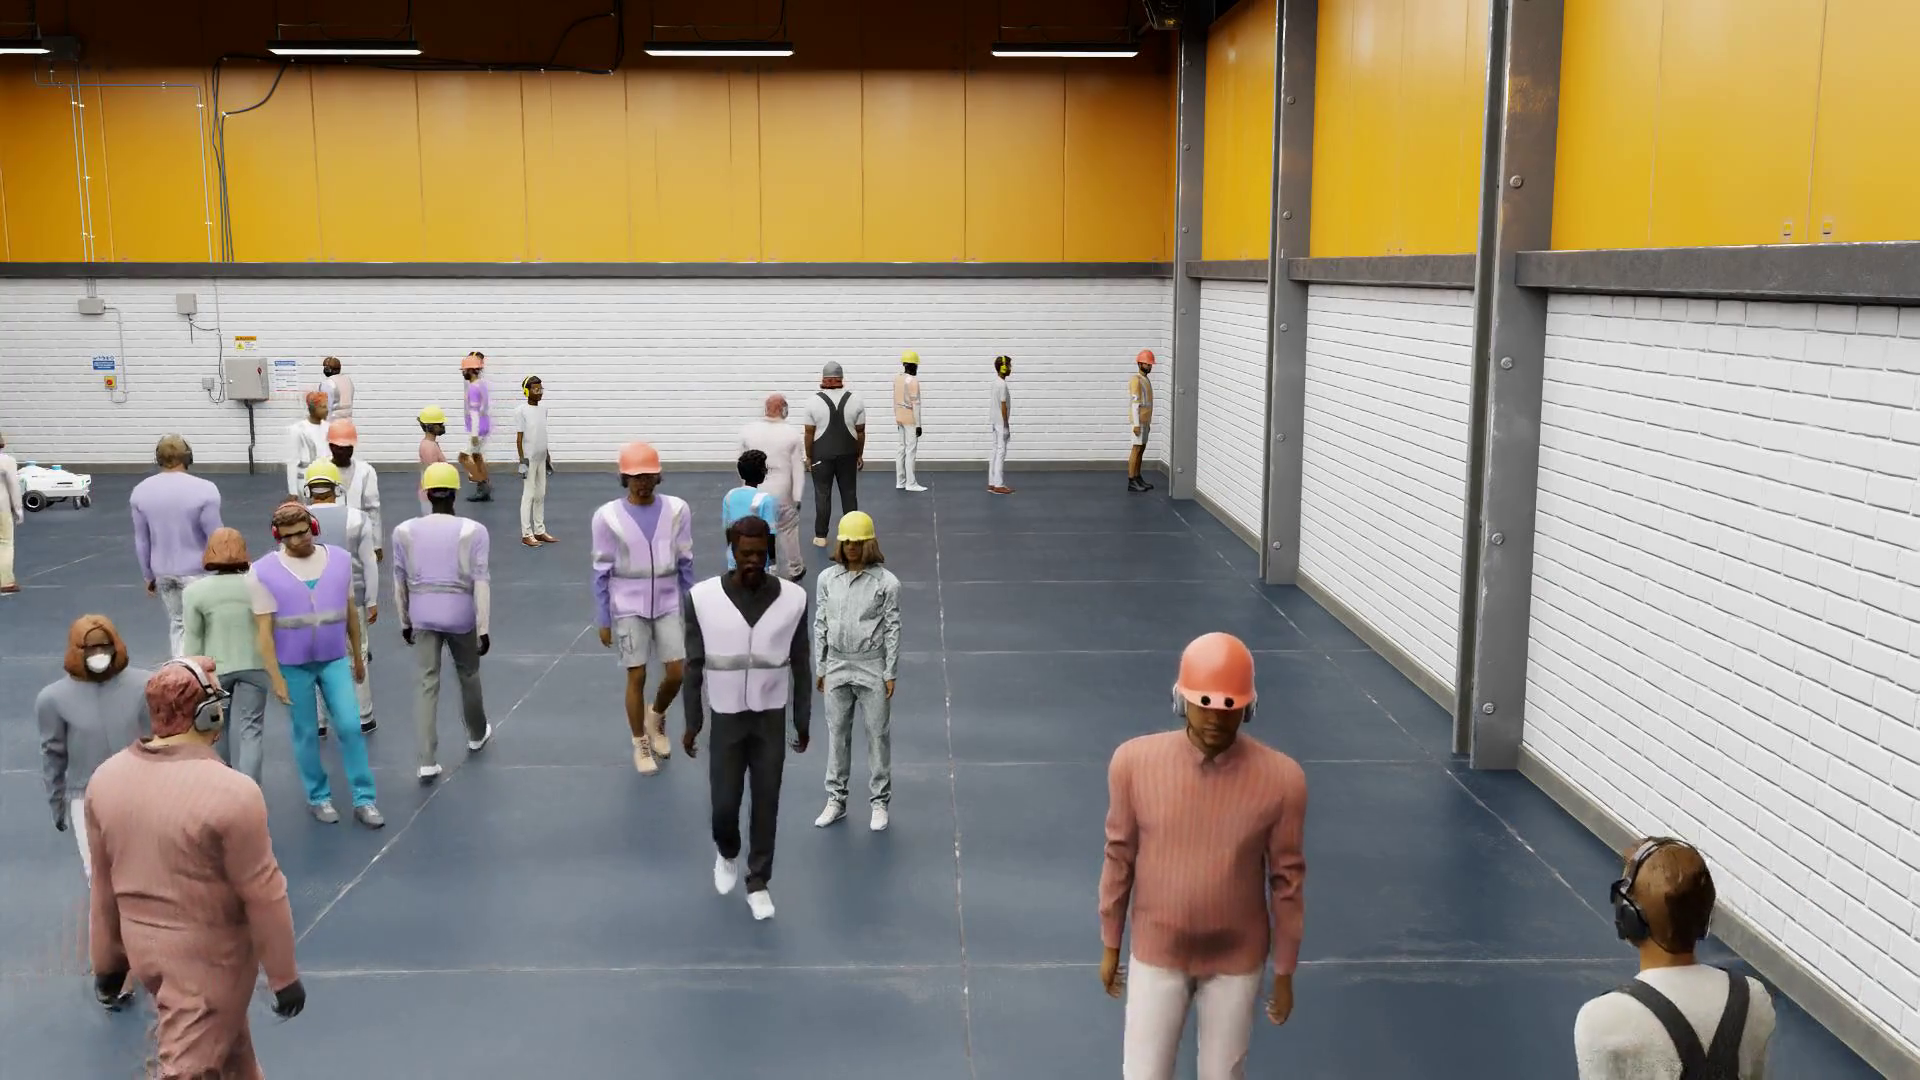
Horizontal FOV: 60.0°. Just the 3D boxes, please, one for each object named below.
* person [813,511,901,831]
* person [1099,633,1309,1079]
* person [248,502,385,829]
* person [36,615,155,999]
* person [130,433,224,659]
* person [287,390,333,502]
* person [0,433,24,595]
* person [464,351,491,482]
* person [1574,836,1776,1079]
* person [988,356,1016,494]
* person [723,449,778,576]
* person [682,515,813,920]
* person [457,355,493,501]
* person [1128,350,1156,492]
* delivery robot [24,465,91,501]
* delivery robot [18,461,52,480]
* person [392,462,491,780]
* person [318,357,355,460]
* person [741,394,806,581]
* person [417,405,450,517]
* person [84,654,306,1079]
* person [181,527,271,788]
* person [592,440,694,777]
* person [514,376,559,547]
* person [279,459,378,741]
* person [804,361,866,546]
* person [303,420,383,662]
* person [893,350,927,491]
[{"bbox_3d":[-0.562,0.704,9.013,0.487,1.745,0.290,2,10,13],"label":"person"},{"bbox_3d":[0.728,1.236,5.020,0.627,1.978,0.500,1,9,9],"label":"person"},{"bbox_3d":[-3.448,0.690,8.923,0.605,1.803,0.704,-7,12,-39],"label":"person"},{"bbox_3d":[-3.632,1.091,7.126,0.504,1.583,0.887,-7,11,-35],"label":"person"},{"bbox_3d":[-5.325,0.231,11.347,0.643,1.924,0.661,1,9,7],"label":"person"},{"bbox_3d":[-6.198,-0.509,16.100,0.480,1.858,0.581,2,10,13],"label":"person"},{"bbox_3d":[-8.944,-0.272,15.342,0.513,1.620,0.466,0,9,-2],"label":"person"},{"bbox_3d":[-6.897,-1.752,23.712,0.327,1.865,0.520,-2,10,-13],"label":"person"},{"bbox_3d":[1.570,1.542,3.751,0.521,1.788,1.008,-2,9,-12],"label":"person"},{"bbox_3d":[0.560,-1.559,22.521,0.310,1.865,0.532,-3,10,-16],"label":"person"},{"bbox_3d":[-1.554,0.168,12.448,0.537,1.695,0.320,9,13,42],"label":"person"},{"bbox_3d":[-0.994,0.819,7.810,0.623,1.906,0.450,-3,10,-18],"label":"person"},{"bbox_3d":[-6.321,-1.436,21.604,0.417,1.913,0.571,-1,9,-4],"label":"person"},{"bbox_3d":[2.503,-1.631,22.749,0.370,1.933,0.550,4,10,23],"label":"person"},{"bbox_3d":[-11.381,-0.702,20.987,0.707,0.478,0.477,-2,9,-13],"label":"delivery robot"},{"bbox_3d":[-11.954,-0.772,21.418,0.477,0.478,0.707,2,9,10],"label":"delivery robot"},{"bbox_3d":[-3.129,0.464,10.102,0.591,1.873,0.979,-1,9,-5],"label":"person"},{"bbox_3d":[-8.515,-1.572,22.669,0.429,1.845,0.621,2,10,14],"label":"person"},{"bbox_3d":[-1.757,-0.465,15.855,0.640,1.853,0.982,2,9,9],"label":"person"},{"bbox_3d":[-4.905,-0.375,15.564,0.315,1.768,0.526,-4,10,-21],"label":"person"},{"bbox_3d":[-2.359,1.282,5.138,0.666,1.865,1.007,4,10,26],"label":"person"},{"bbox_3d":[-4.060,0.725,9.316,0.495,1.598,0.774,-4,10,-21],"label":"person"},{"bbox_3d":[-1.876,0.409,9.947,0.633,2.028,0.443,-5,10,-26],"label":"person"},{"bbox_3d":[-4.661,-0.870,18.283,0.326,1.872,0.518,4,10,23],"label":"person"},{"bbox_3d":[-4.052,0.387,10.722,0.588,1.823,0.403,-3,10,-17],"label":"person"},{"bbox_3d":[-1.396,-0.954,18.275,0.692,2.000,0.536,-3,10,-16],"label":"person"},{"bbox_3d":[-4.838,-0.019,13.049,0.555,1.883,1.029,-7,12,-36],"label":"person"},{"bbox_3d":[-0.687,-1.627,22.750,0.373,1.924,0.594,-6,11,-31],"label":"person"}]
